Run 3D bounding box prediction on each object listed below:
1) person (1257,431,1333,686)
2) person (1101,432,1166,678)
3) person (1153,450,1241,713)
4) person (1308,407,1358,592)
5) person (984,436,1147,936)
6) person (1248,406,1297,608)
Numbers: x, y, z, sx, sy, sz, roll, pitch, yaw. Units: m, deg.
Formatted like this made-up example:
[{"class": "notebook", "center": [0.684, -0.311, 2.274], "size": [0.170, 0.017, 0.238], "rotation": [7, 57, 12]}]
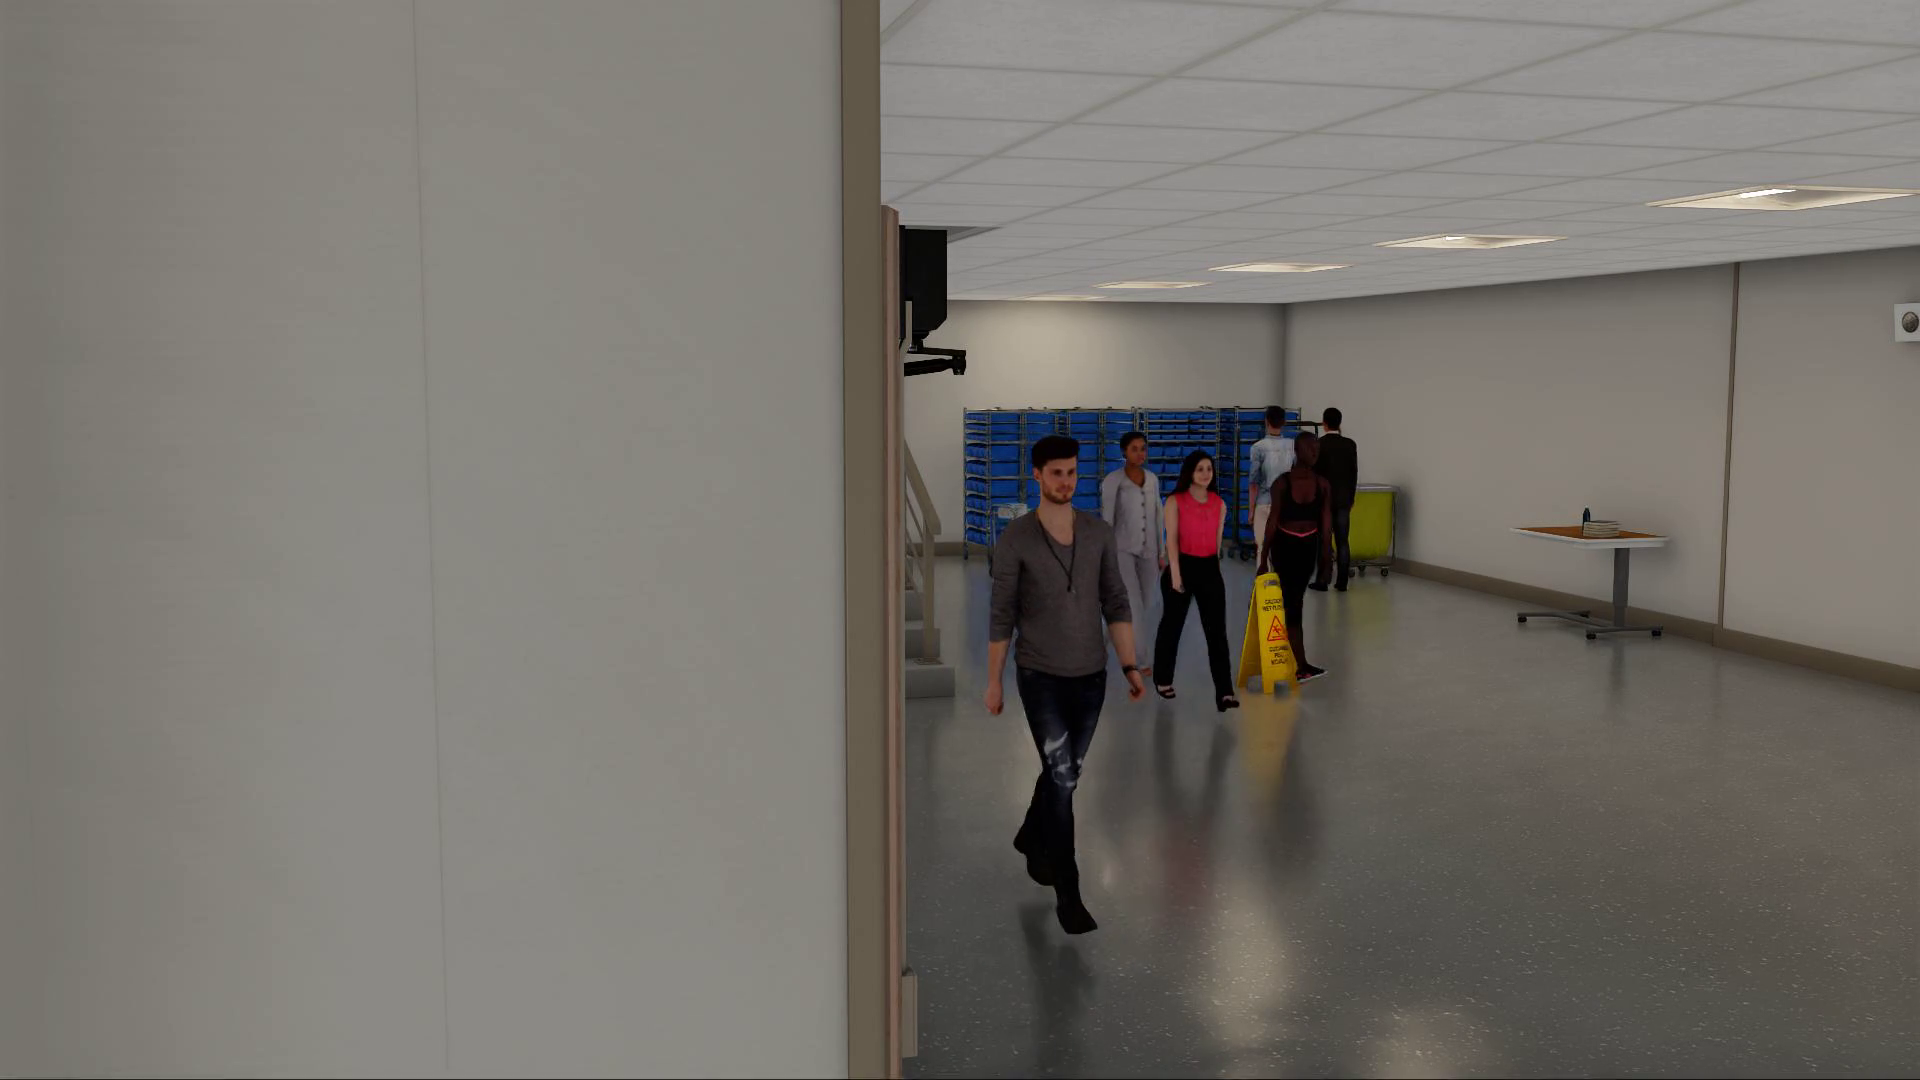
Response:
[{"class": "person", "center": [2.277, 0.126, 11.514], "size": [0.638, 1.722, 1.177], "rotation": [-1, 6, -8]}, {"class": "person", "center": [1.181, 0.095, 11.867], "size": [0.790, 1.713, 1.091], "rotation": [-3, 6, -28]}, {"class": "person", "center": [1.439, 0.271, 10.591], "size": [0.580, 1.618, 1.069], "rotation": [-2, 6, -16]}, {"class": "person", "center": [3.669, -0.403, 16.371], "size": [0.698, 1.802, 0.566], "rotation": [-1, 6, -8]}, {"class": "person", "center": [0.372, 0.545, 6.644], "size": [0.823, 1.863, 1.292], "rotation": [-2, 6, -23]}, {"class": "person", "center": [2.848, -0.297, 15.095], "size": [0.647, 1.848, 0.550], "rotation": [-1, 6, -13]}]
